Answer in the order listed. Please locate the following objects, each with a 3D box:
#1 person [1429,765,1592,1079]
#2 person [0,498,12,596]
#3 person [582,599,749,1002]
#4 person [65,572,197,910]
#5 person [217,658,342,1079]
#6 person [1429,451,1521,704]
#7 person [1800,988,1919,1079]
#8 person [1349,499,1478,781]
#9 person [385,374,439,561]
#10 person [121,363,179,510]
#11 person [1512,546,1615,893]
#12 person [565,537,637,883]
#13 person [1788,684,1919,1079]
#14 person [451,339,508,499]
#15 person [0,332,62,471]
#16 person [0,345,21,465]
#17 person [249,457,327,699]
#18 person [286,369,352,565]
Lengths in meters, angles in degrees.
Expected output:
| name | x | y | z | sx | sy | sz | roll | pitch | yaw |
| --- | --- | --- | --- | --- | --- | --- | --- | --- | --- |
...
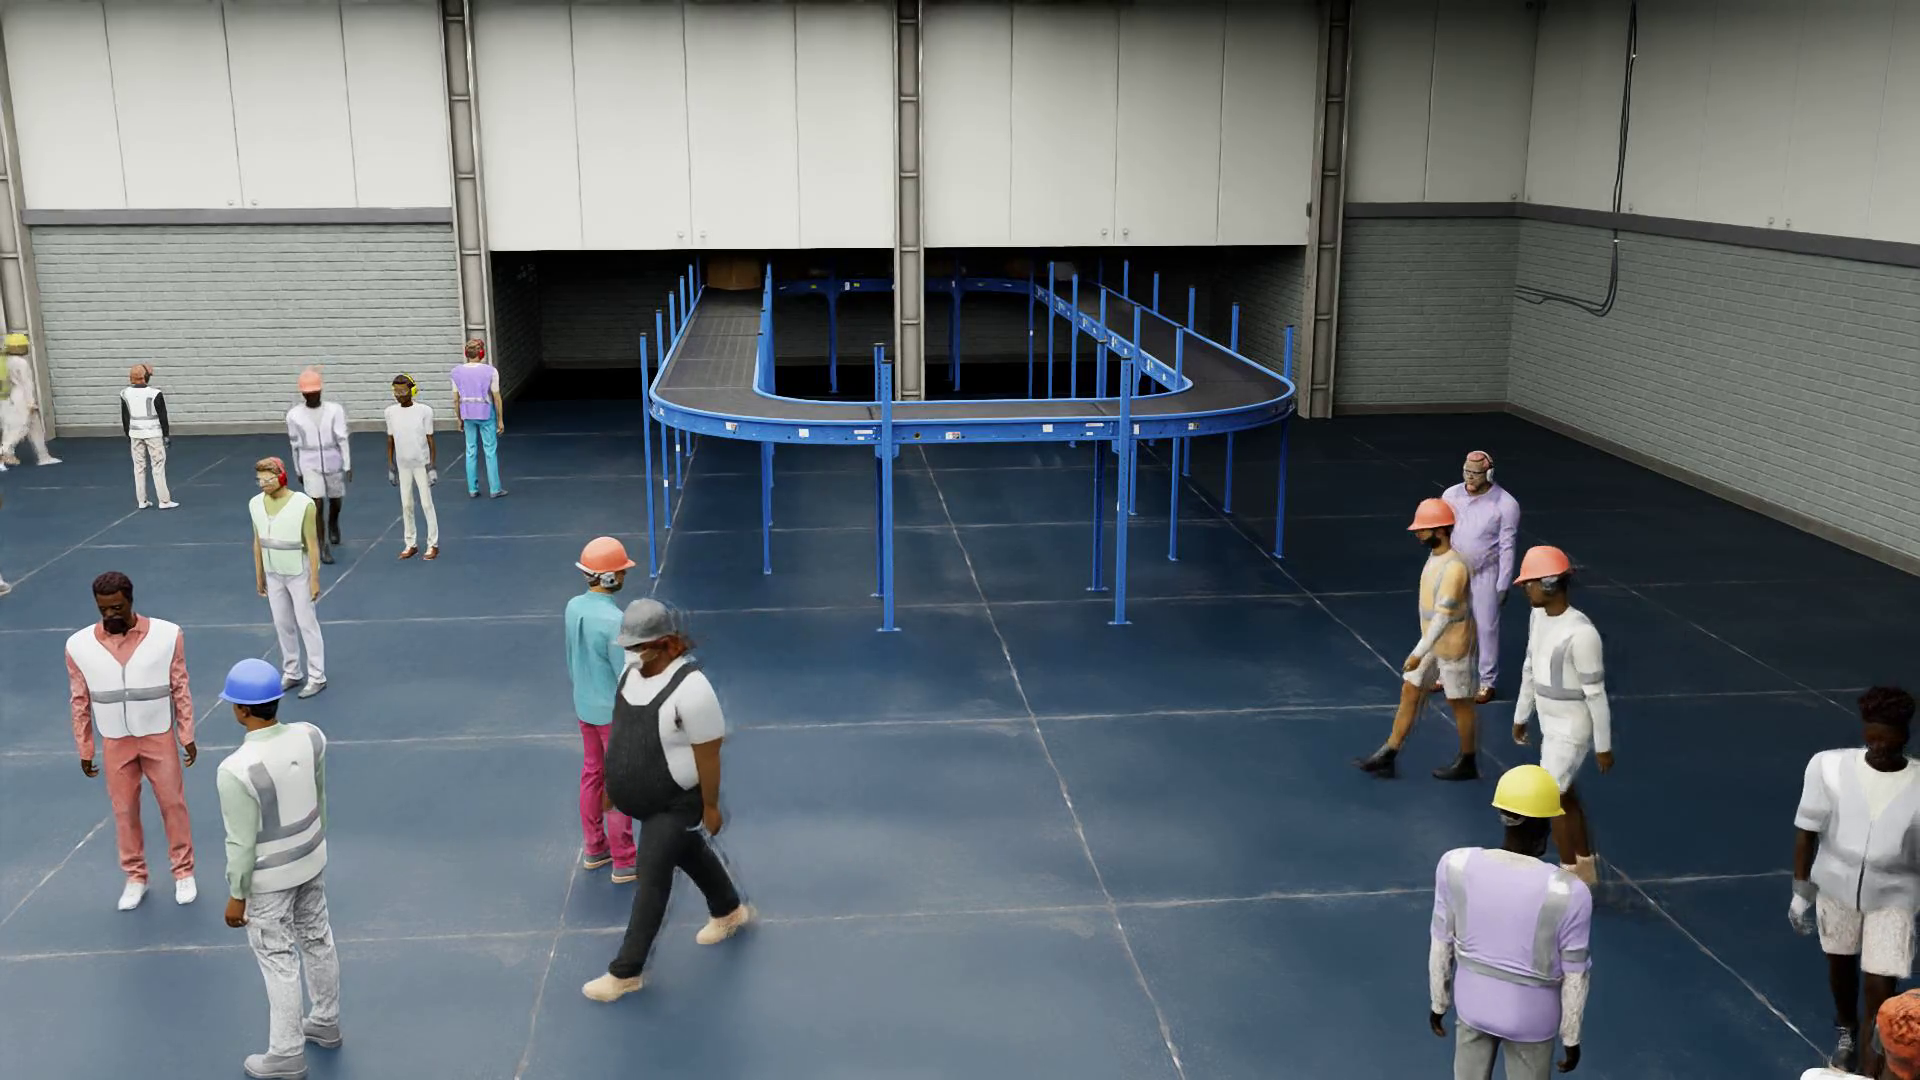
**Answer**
| name | x | y | z | sx | sy | sz | roll | pitch | yaw |
| --- | --- | --- | --- | --- | --- | --- | --- | --- | --- |
| person | 2.069 | 1.774 | 6.300 | 0.586 | 1.921 | 0.383 | 10 | 17 | 35 |
| person | -8.998 | -0.444 | 15.024 | 0.622 | 1.992 | 0.396 | -3 | 14 | -13 |
| person | -1.477 | 1.195 | 8.374 | 1.055 | 2.000 | 0.692 | -12 | 18 | -39 |
| person | -4.512 | 1.082 | 9.107 | 0.597 | 1.908 | 0.407 | -5 | 15 | -19 |
| person | -3.063 | 1.468 | 7.469 | 0.387 | 1.948 | 0.602 | 4 | 15 | 17 |
| person | 3.809 | 0.266 | 12.393 | 0.394 | 1.899 | 0.642 | -13 | 19 | -42 |
| person | 2.641 | 2.170 | 4.794 | 0.362 | 1.882 | 0.576 | -10 | 17 | -36 |
| person | 2.999 | 0.673 | 10.761 | 0.938 | 1.883 | 0.536 | -1 | 14 | -5 |
| person | -5.396 | -0.716 | 16.398 | 0.502 | 1.861 | 0.328 | 1 | 14 | 5 |
| person | -9.068 | -1.148 | 18.561 | 0.523 | 1.638 | 0.311 | 2 | 14 | 7 |
| person | 3.316 | 1.018 | 9.164 | 0.634 | 1.993 | 0.623 | 0 | 14 | -1 |
| person | -1.984 | 0.955 | 9.428 | 0.382 | 1.995 | 0.612 | -13 | 19 | -42 |
| person | 3.896 | 1.556 | 7.178 | 0.612 | 1.911 | 0.984 | 11 | 18 | 37 |
| person | -5.516 | -1.380 | 19.070 | 0.565 | 1.846 | 0.390 | 1 | 14 | 5 |
| person | -11.753 | -1.732 | 20.751 | 0.498 | 1.710 | 0.814 | 13 | 19 | 41 |
| person | -12.082 | -1.774 | 20.736 | 0.581 | 1.804 | 0.639 | 7 | 16 | 26 |
| person | -5.046 | 0.268 | 12.514 | 0.574 | 1.832 | 0.400 | 5 | 15 | 18 |
| person | -6.347 | -0.763 | 16.482 | 0.541 | 1.915 | 0.833 | -7 | 16 | -27 |
